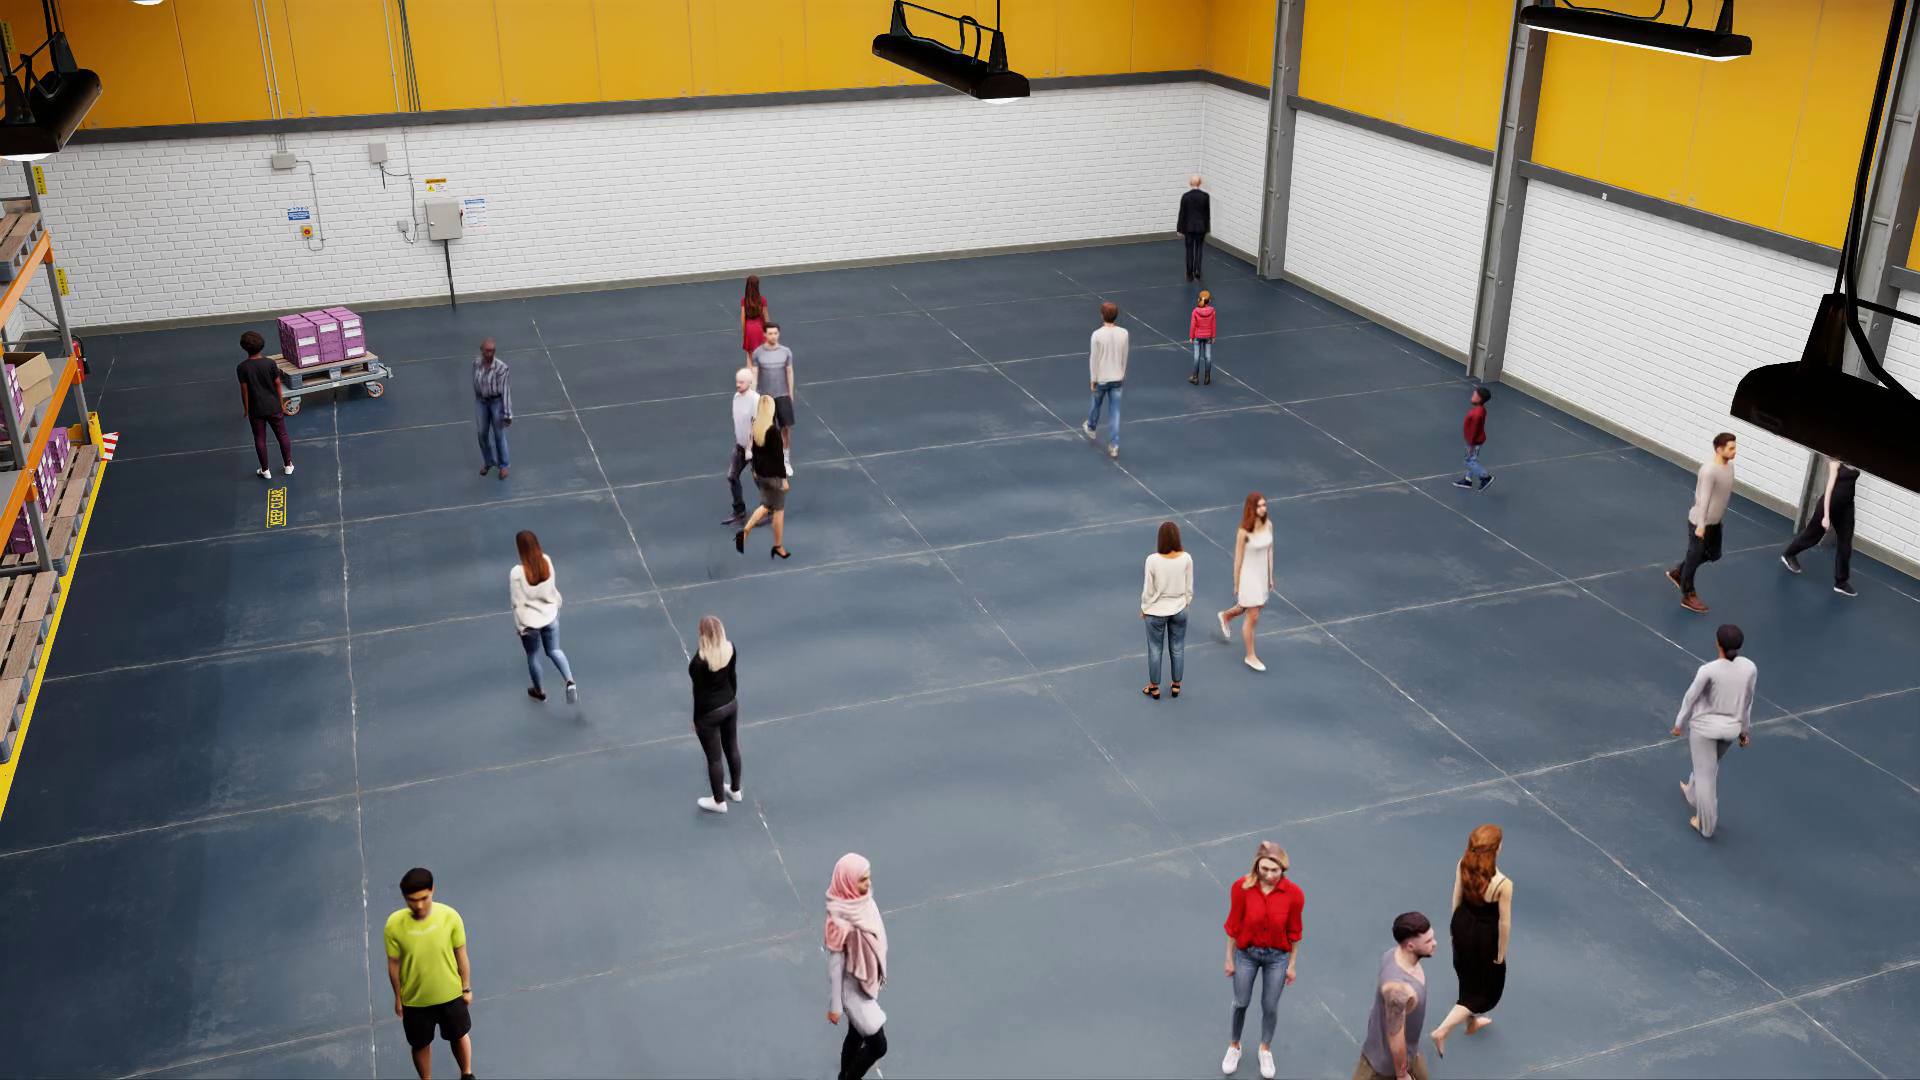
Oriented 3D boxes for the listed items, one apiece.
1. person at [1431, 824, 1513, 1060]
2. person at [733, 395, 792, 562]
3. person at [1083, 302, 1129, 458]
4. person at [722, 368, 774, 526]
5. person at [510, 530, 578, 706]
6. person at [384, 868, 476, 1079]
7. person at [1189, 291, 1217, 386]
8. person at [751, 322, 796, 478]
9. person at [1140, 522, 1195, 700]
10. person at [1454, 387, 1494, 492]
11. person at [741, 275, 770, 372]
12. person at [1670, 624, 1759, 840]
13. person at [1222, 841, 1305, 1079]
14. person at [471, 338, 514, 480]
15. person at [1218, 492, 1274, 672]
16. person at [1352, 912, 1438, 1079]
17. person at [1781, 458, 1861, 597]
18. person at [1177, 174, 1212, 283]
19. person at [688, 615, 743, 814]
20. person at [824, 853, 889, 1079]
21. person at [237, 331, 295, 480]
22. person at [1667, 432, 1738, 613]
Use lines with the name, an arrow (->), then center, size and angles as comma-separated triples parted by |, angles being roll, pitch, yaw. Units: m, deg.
person -> 3.184, 2.530, 10.440 | 0.793, 1.607, 0.916 | -17, 29, -33
person -> -2.062, -0.592, 17.312 | 0.886, 1.823, 0.936 | -17, 29, -34
person -> 1.848, -1.924, 20.312 | 0.819, 1.860, 1.176 | -3, 24, -7
person -> -2.213, -1.033, 18.331 | 0.878, 1.814, 0.852 | -19, 30, -37
person -> -3.625, 0.719, 14.498 | 1.023, 1.674, 0.854 | 22, 32, 40
person -> -3.180, 2.676, 9.980 | 0.610, 1.706, 0.531 | -7, 25, -15
person -> 3.359, -2.804, 23.002 | 0.566, 1.318, 0.572 | -1, 24, -3
person -> -2.243, -1.743, 19.904 | 0.765, 1.855, 0.881 | -3, 24, -6
person -> 1.828, 0.627, 14.705 | 0.659, 1.678, 0.607 | -3, 24, -7
person -> 6.046, -1.162, 19.332 | 0.776, 1.248, 0.708 | 12, 26, 26
person -> -2.818, -2.881, 22.883 | 0.629, 1.554, 0.688 | 0, 24, -1
person -> 5.810, 1.488, 12.694 | 0.802, 1.711, 0.995 | -3, 24, -6
person -> 1.858, 2.565, 10.238 | 0.695, 1.703, 0.689 | 4, 24, 9
person -> -5.504, -1.546, 19.578 | 0.821, 1.755, 0.833 | 9, 25, 20
person -> 2.653, 0.322, 15.382 | 0.707, 1.693, 1.058 | -14, 27, -29
person -> 2.378, 2.907, 9.524 | 1.221, 1.812, 1.180 | 10, 25, 21
person -> 8.804, -0.348, 16.902 | 0.604, 1.704, 1.148 | -9, 25, -19
person -> 3.949, -5.214, 27.921 | 0.800, 1.793, 0.754 | 0, 24, -1
person -> -1.901, 1.351, 13.037 | 0.704, 1.687, 0.688 | 17, 29, 34
person -> -0.703, 2.654, 9.921 | 0.853, 1.793, 0.773 | 7, 25, 15
person -> -8.245, -1.612, 19.692 | 0.670, 1.784, 0.657 | -15, 28, -31
person -> 7.275, -0.212, 16.399 | 0.779, 1.857, 0.865 | -16, 28, -32
